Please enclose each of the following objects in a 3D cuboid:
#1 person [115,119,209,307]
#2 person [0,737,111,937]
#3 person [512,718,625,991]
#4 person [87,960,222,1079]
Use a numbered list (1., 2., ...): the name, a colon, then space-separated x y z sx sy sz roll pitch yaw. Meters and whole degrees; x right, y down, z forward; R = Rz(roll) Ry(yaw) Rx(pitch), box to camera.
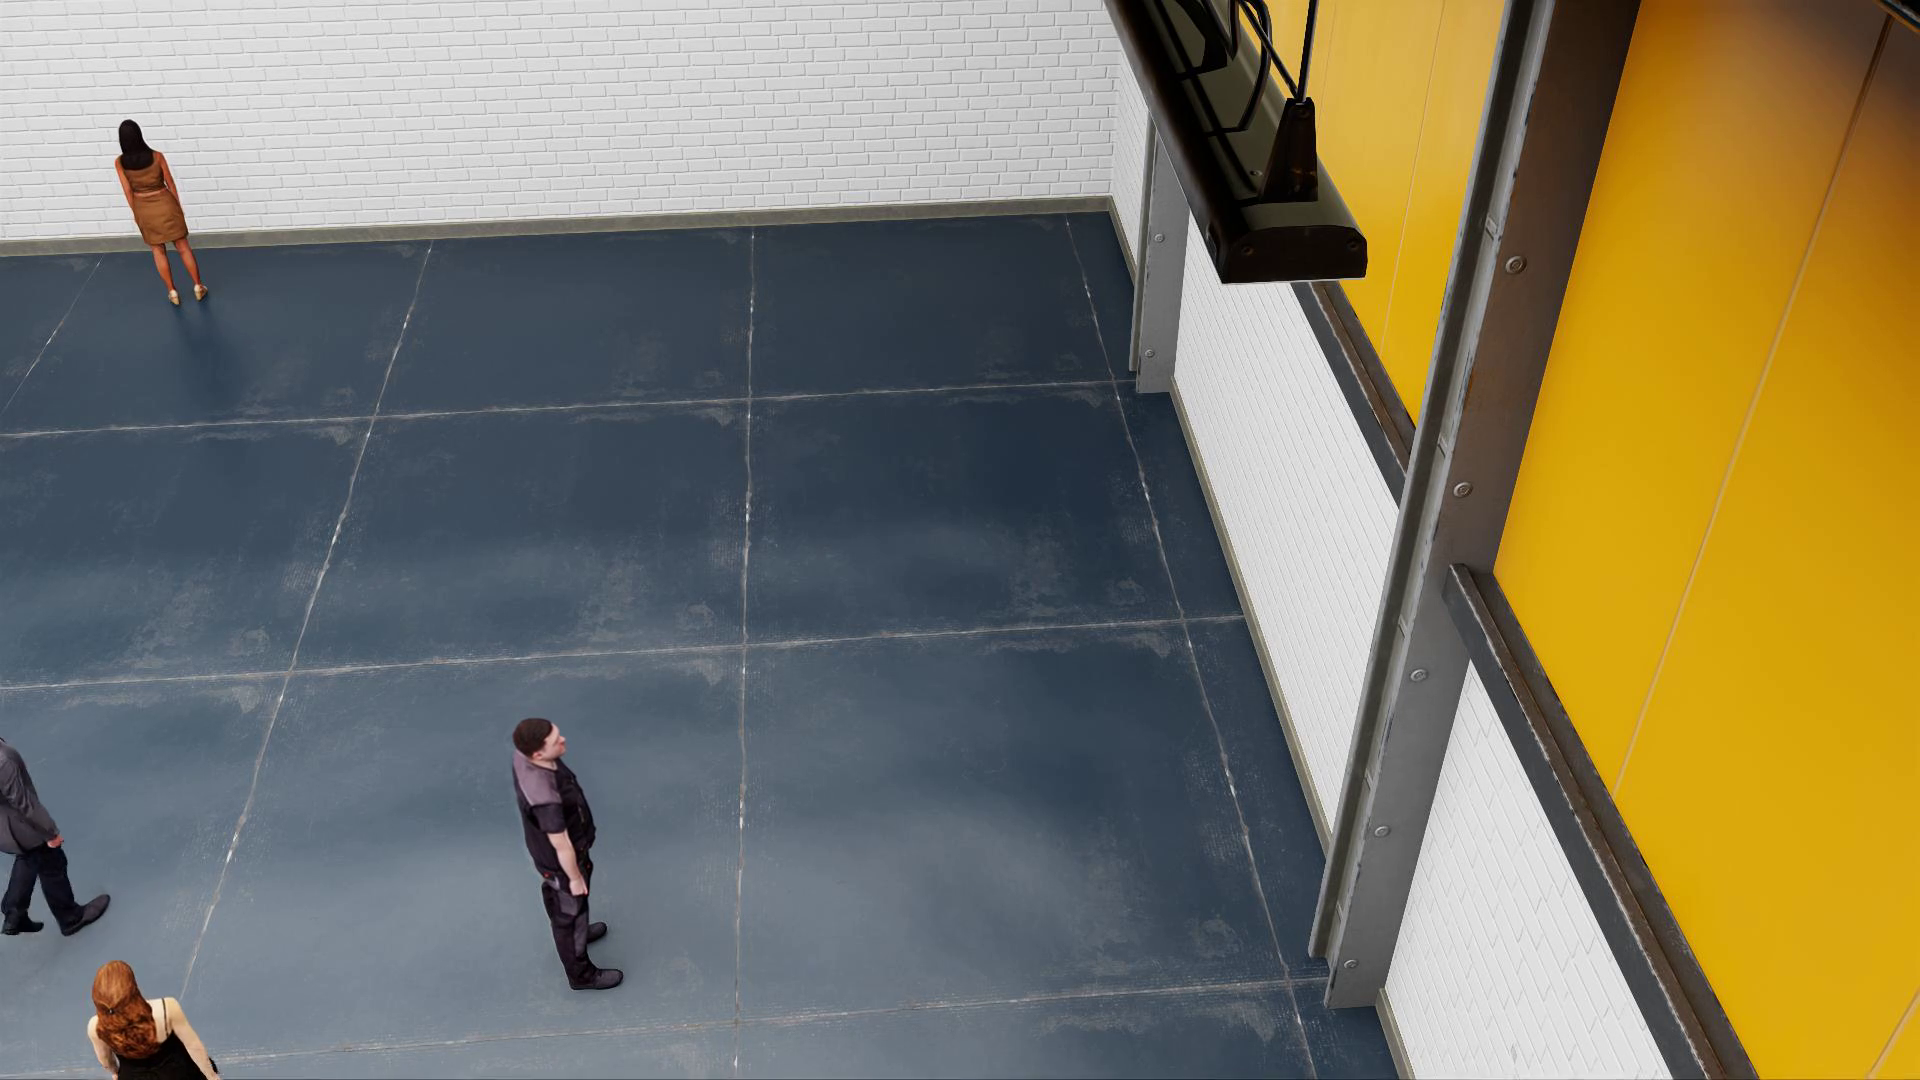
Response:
1. person: -6.886 -2.804 14.272 0.612 1.690 0.597 -15 41 -17
2. person: -5.048 1.507 8.761 0.926 1.830 0.975 18 42 21
3. person: -2.079 1.601 8.632 0.852 1.845 0.649 -14 41 -17
4. person: -3.660 2.569 7.635 0.841 1.575 1.167 -15 41 -18
